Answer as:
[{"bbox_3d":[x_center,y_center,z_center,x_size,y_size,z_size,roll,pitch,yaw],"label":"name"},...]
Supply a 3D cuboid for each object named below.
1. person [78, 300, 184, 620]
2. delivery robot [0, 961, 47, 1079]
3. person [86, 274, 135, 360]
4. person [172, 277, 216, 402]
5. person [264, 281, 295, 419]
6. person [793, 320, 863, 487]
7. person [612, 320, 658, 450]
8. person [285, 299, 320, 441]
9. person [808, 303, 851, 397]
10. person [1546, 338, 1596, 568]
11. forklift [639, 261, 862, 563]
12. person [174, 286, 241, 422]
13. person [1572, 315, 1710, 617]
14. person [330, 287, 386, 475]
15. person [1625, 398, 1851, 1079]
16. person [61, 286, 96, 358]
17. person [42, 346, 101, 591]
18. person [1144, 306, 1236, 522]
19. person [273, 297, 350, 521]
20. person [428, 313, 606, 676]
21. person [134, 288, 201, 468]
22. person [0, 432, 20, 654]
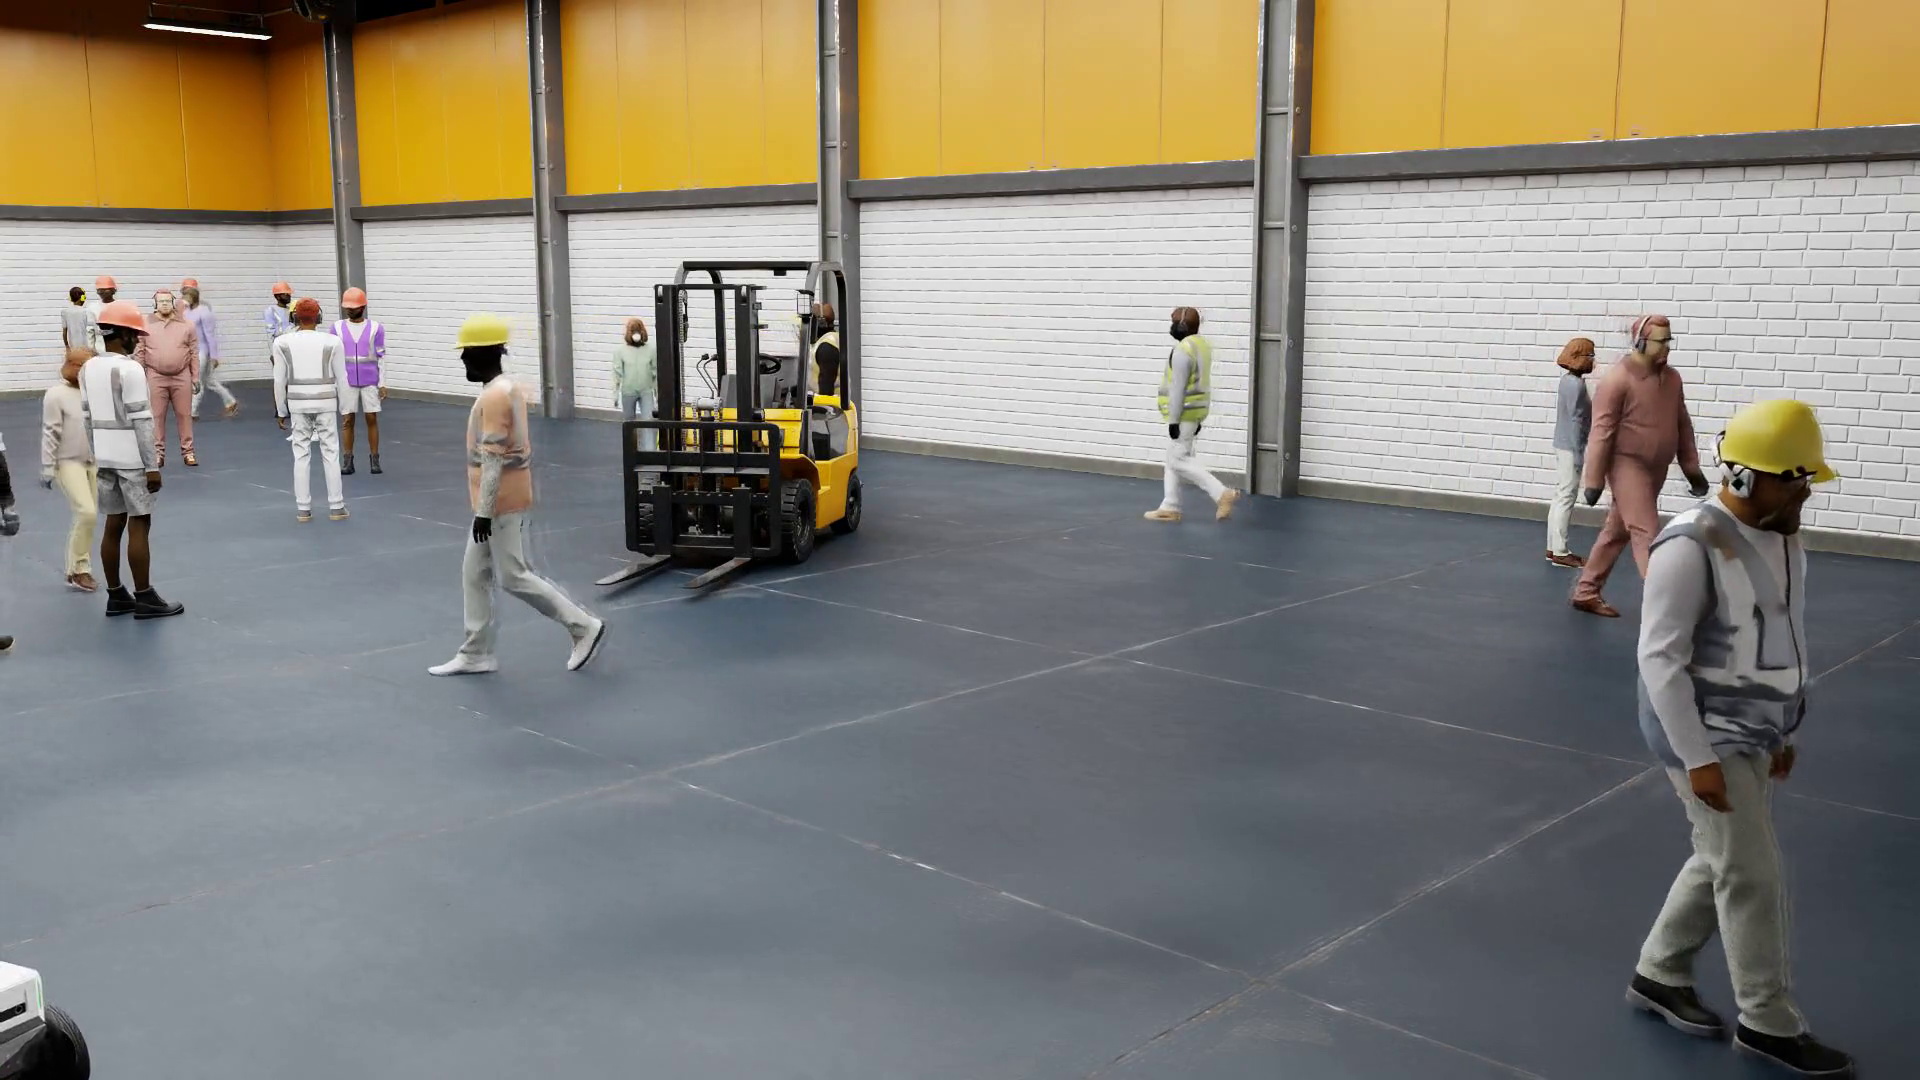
[{"bbox_3d":[-5.049,-0.481,10.104,0.542,1.929,0.373,5,10,28],"label":"person"},{"bbox_3d":[-2.603,1.142,4.070,0.707,0.478,0.477,4,10,25],"label":"delivery robot"},{"bbox_3d":[-11.606,-2.597,22.731,0.614,2.040,0.390,-1,9,-8],"label":"person"},{"bbox_3d":[-12.201,-3.179,26.476,0.657,1.977,0.437,-4,10,-22],"label":"person"},{"bbox_3d":[-9.600,-2.699,23.660,0.344,1.942,0.551,4,10,22],"label":"person"},{"bbox_3d":[-1.258,-1.166,14.926,0.890,1.722,0.543,-4,10,-22],"label":"person"},{"bbox_3d":[-3.404,-1.522,17.534,0.528,1.584,0.867,-3,10,-17],"label":"person"},{"bbox_3d":[-8.101,-2.084,20.495,0.483,1.745,0.301,2,9,11],"label":"person"},{"bbox_3d":[-1.153,-1.115,14.296,0.430,1.835,0.619,-1,9,-3],"label":"person"},{"bbox_3d":[4.382,-0.627,11.898,0.271,1.632,0.508,2,9,11],"label":"person"},{"bbox_3d":[-1.552,-1.040,12.721,1.214,2.155,2.313,2,9,11],"label":"forklift"},{"bbox_3d":[-10.507,-2.588,23.159,0.650,1.897,0.949,8,12,41],"label":"person"},{"bbox_3d":[4.040,-0.394,9.813,0.643,1.851,1.018,-7,11,-35],"label":"person"},{"bbox_3d":[-6.205,-1.634,17.173,0.542,1.929,0.374,-3,10,-16],"label":"person"},{"bbox_3d":[2.084,0.520,4.404,0.648,1.795,0.611,-8,12,-41],"label":"person"},{"bbox_3d":[-12.800,-2.759,24.267,0.509,1.867,0.328,0,9,1],"label":"person"},{"bbox_3d":[-5.741,-0.468,10.959,0.552,1.607,0.516,4,10,21],"label":"person"},{"bbox_3d":[1.922,-1.027,13.787,0.751,1.817,0.633,4,10,22],"label":"person"},{"bbox_3d":[-5.446,-1.095,14.004,0.587,1.882,0.341,-2,10,-14],"label":"person"},{"bbox_3d":[-2.319,-0.224,8.623,0.844,1.902,0.592,-3,10,-16],"label":"person"},{"bbox_3d":[-8.474,-1.730,17.815,0.642,1.913,0.408,-5,11,-29],"label":"person"},{"bbox_3d":[-5.244,-0.216,8.590,0.609,1.912,1.059,0,9,2],"label":"person"}]
